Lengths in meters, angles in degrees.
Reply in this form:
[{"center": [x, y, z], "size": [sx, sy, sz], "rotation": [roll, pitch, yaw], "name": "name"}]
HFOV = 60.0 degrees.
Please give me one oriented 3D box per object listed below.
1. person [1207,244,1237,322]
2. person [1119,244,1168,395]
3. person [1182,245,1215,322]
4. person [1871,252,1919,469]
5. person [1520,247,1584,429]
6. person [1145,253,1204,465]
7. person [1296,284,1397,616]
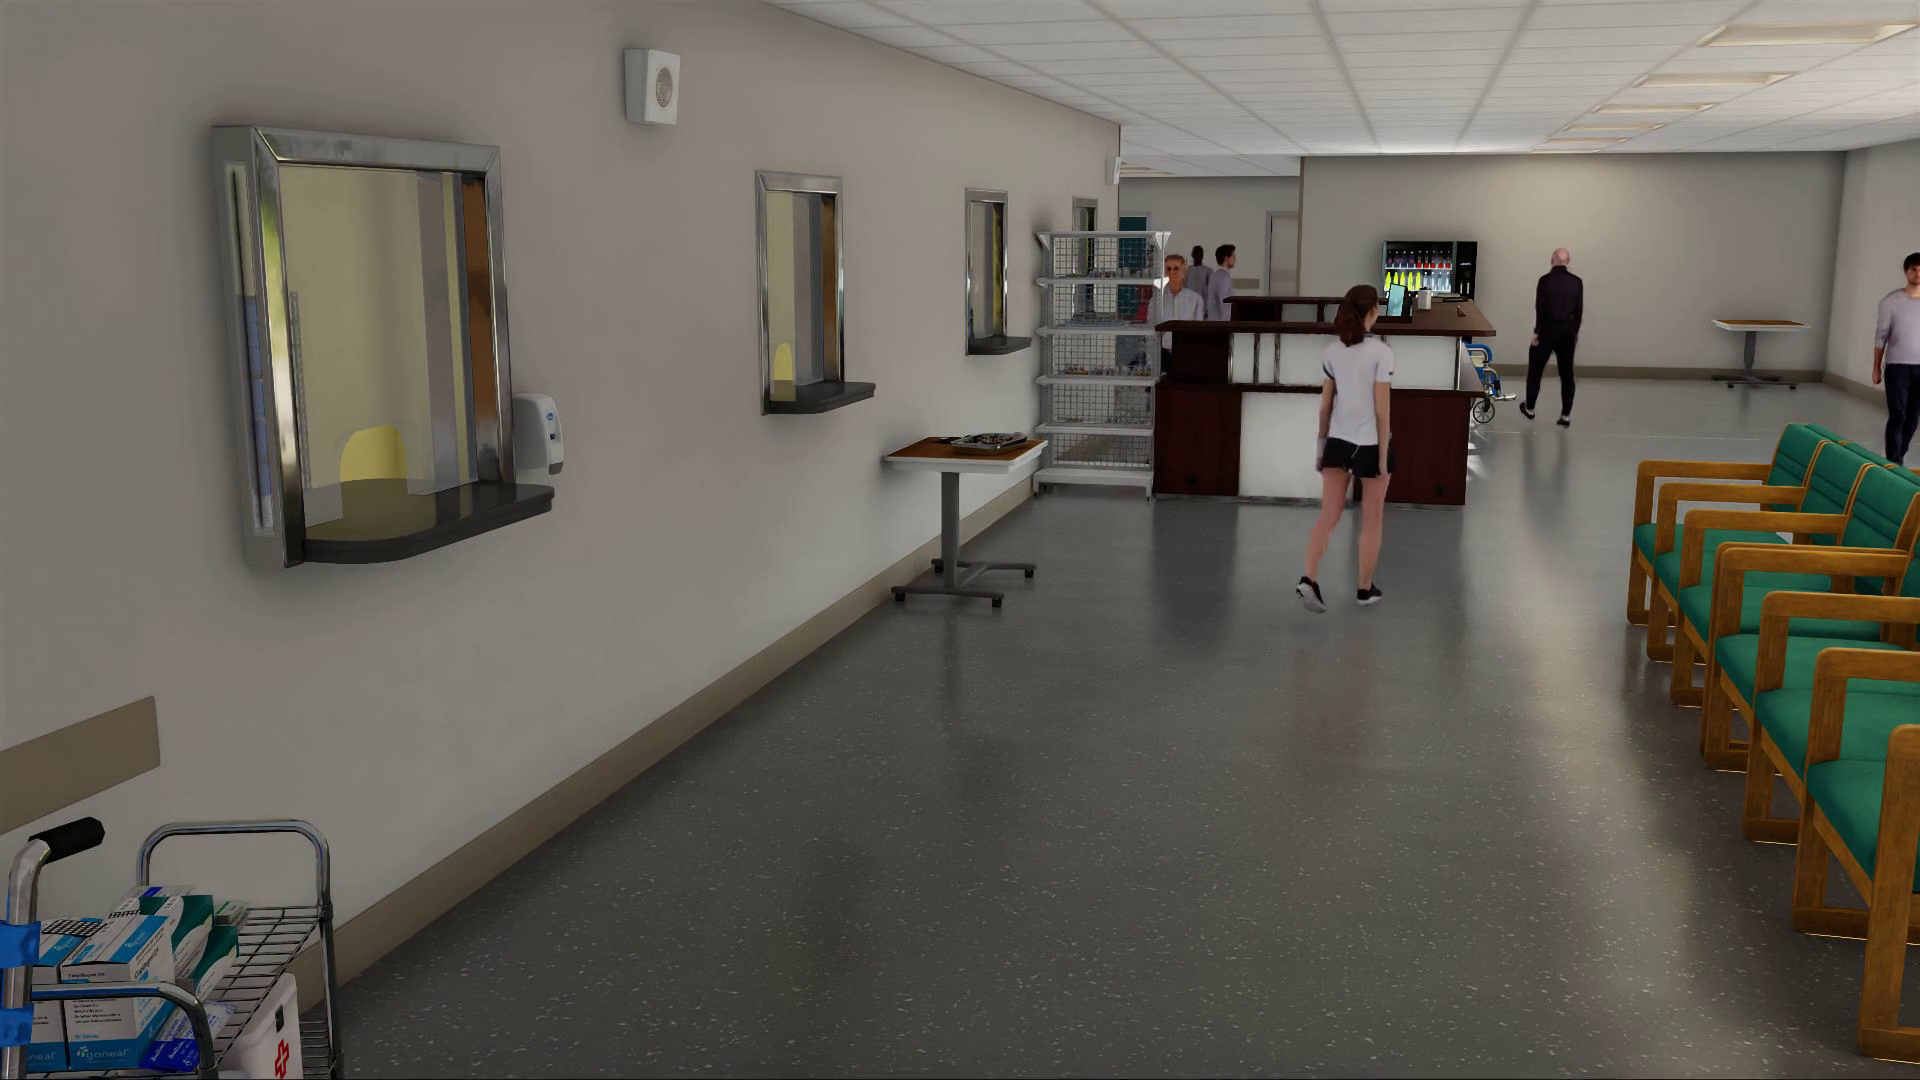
[{"center": [2.758, -2.295, 18.183], "size": [0.959, 1.834, 0.823], "rotation": [0, 11, -2], "name": "person"}, {"center": [2.242, -2.659, 20.170], "size": [1.103, 1.809, 1.003], "rotation": [-4, 12, -21], "name": "person"}, {"center": [3.276, -3.157, 23.022], "size": [1.166, 1.725, 0.871], "rotation": [6, 12, 27], "name": "person"}, {"center": [7.653, -1.375, 13.433], "size": [1.098, 1.797, 0.749], "rotation": [2, 11, 13], "name": "person"}, {"center": [6.029, -1.994, 16.725], "size": [1.167, 1.787, 0.943], "rotation": [0, 11, 1], "name": "person"}, {"center": [1.849, -1.556, 14.327], "size": [0.502, 1.820, 0.719], "rotation": [2, 11, 12], "name": "person"}, {"center": [2.022, -0.434, 8.682], "size": [1.119, 1.720, 0.894], "rotation": [7, 13, 33], "name": "person"}]
